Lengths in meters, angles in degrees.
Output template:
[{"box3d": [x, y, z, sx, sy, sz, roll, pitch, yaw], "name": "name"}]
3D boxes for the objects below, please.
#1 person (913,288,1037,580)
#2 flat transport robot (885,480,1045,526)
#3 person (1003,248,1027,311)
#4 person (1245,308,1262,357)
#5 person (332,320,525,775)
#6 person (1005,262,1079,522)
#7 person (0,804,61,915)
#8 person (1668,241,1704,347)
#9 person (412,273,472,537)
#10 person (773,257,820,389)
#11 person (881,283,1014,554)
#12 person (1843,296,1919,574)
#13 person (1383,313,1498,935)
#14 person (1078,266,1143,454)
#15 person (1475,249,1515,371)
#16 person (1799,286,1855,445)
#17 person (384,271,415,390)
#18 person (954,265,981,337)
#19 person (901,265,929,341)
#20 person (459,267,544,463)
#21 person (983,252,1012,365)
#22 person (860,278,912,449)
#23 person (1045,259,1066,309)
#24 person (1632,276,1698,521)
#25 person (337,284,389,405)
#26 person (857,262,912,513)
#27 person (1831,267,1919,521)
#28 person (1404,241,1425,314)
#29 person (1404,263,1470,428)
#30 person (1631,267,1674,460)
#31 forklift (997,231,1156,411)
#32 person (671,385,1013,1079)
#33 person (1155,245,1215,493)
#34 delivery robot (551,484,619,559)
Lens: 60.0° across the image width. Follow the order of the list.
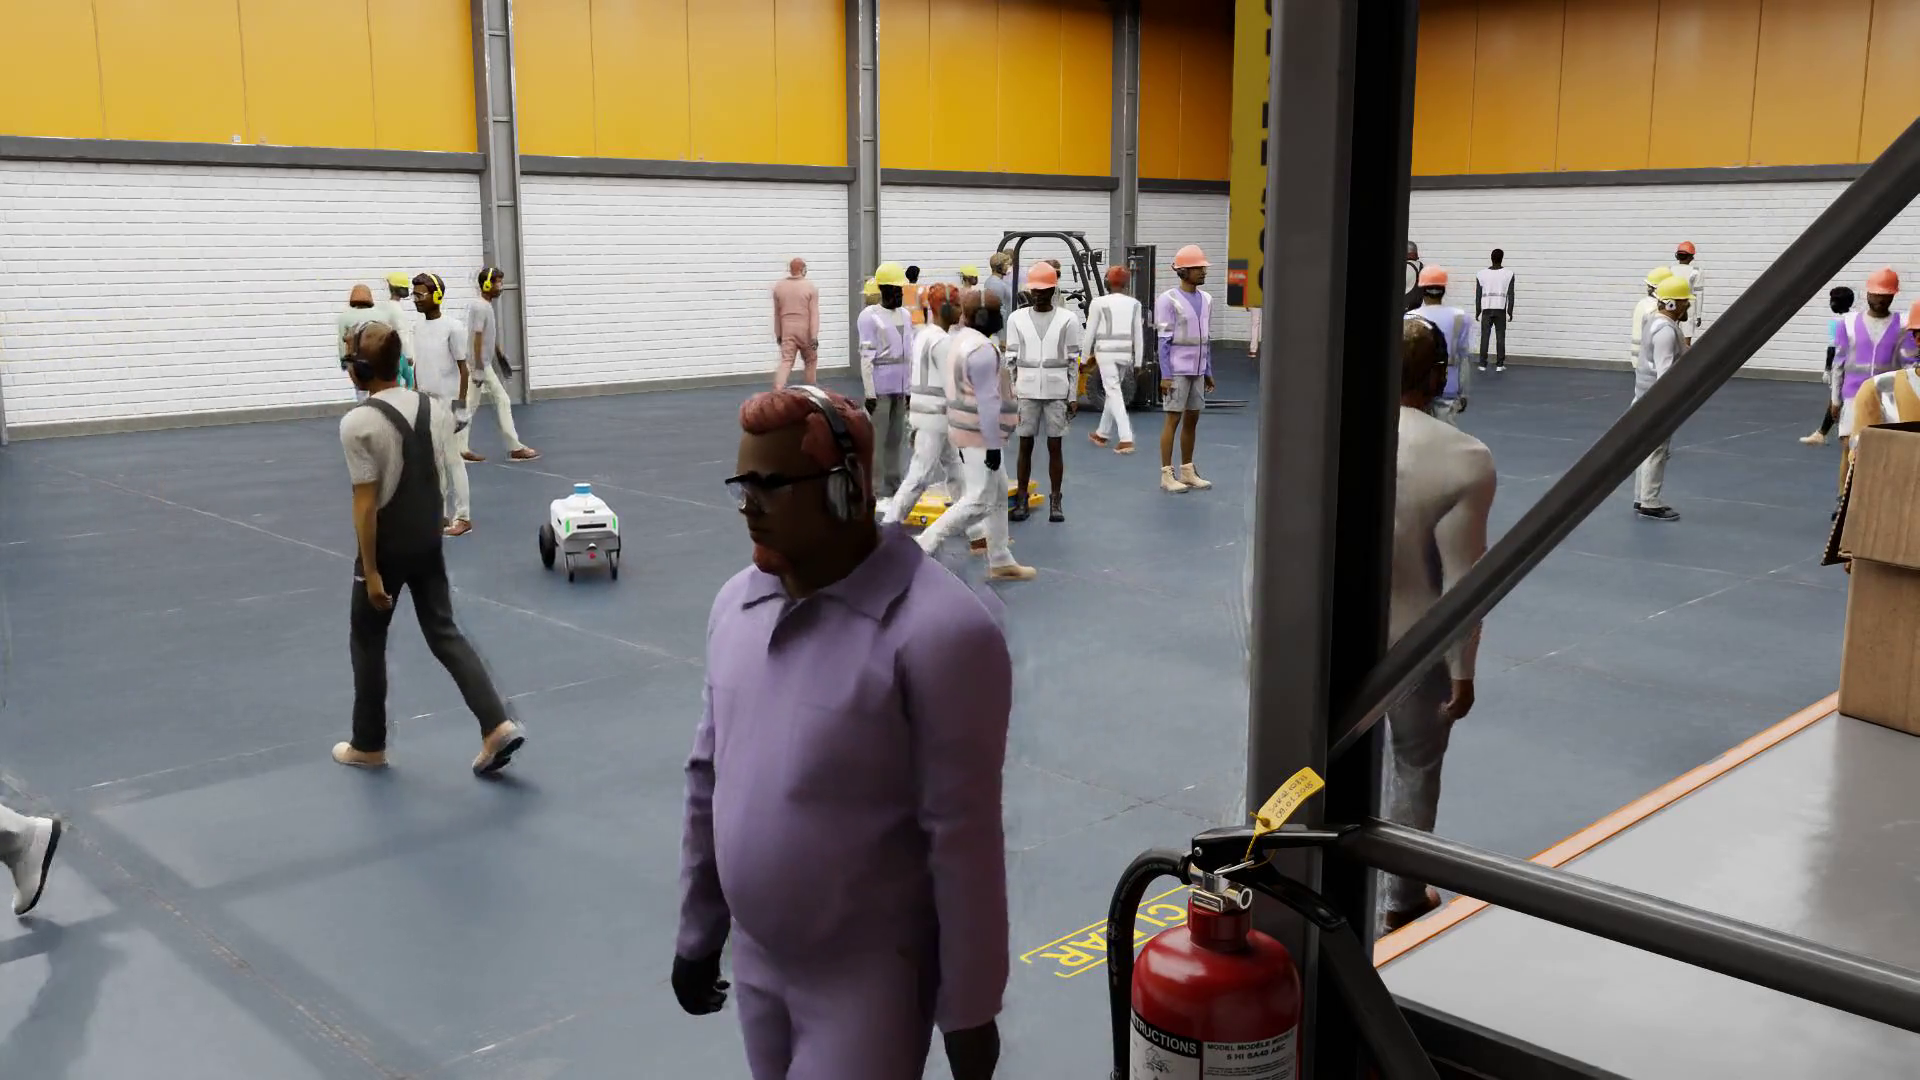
[{"box3d": [0.064, -0.615, 10.102, 0.786, 1.821, 0.630, -1, 10, -6], "name": "person"}, {"box3d": [0.060, -0.302, 12.615, 0.652, 0.197, 1.431, 5, 11, 26], "name": "flat transport robot"}, {"box3d": [0.764, -3.539, 25.730, 0.404, 1.930, 0.657, -10, 14, -44], "name": "person"}, {"box3d": [5.312, -4.202, 29.211, 0.620, 1.986, 0.400, -1, 10, -7], "name": "person"}, {"box3d": [-2.133, 0.050, 6.510, 0.850, 1.816, 0.511, 6, 12, 31], "name": "person"}, {"box3d": [0.606, -1.089, 12.372, 0.551, 1.933, 0.373, 1, 10, 6], "name": "person"}, {"box3d": [-3.043, 0.324, 4.767, 0.594, 1.904, 0.826, 6, 12, 31], "name": "person"}, {"box3d": [10.412, -3.280, 24.024, 0.608, 2.045, 0.391, 8, 13, 38], "name": "person"}, {"box3d": [-3.706, -0.953, 11.812, 0.533, 1.868, 0.310, 6, 12, 31], "name": "person"}, {"box3d": [-2.050, -2.592, 20.755, 0.653, 1.871, 0.959, 4, 11, 20], "name": "person"}, {"box3d": [-0.150, -0.765, 10.914, 1.006, 1.838, 0.578, -2, 11, -11], "name": "person"}, {"box3d": [3.817, -0.038, 6.616, 0.552, 1.942, 0.342, 3, 11, 16], "name": "person"}, {"box3d": [1.210, 0.303, 4.845, 0.636, 1.914, 0.798, 8, 13, 38], "name": "person"}, {"box3d": [1.514, -1.784, 16.474, 0.581, 1.836, 1.002, -6, 12, -29], "name": "person"}, {"box3d": [8.435, -3.627, 26.259, 0.591, 1.919, 0.392, 4, 11, 20], "name": "person"}, {"box3d": [8.940, -1.705, 16.610, 0.536, 1.620, 0.922, -8, 13, -36], "name": "person"}, {"box3d": [-6.009, -2.032, 18.030, 0.669, 1.736, 0.541, -5, 11, -25], "name": "person"}, {"box3d": [0.165, -2.833, 22.430, 0.848, 1.729, 0.537, -2, 11, -9], "name": "person"}, {"box3d": [-0.705, -3.211, 24.622, 0.532, 1.691, 0.321, 4, 11, 20], "name": "person"}, {"box3d": [-4.376, -1.637, 15.638, 0.900, 1.820, 0.549, -4, 11, -20], "name": "person"}, {"box3d": [0.435, -2.344, 19.201, 0.371, 1.941, 0.627, -2, 11, -10], "name": "person"}, {"box3d": [-0.736, -1.667, 16.084, 0.640, 1.727, 0.493, 0, 10, -1], "name": "person"}, {"box3d": [1.157, -2.772, 21.854, 0.506, 1.831, 0.630, -2, 11, -10], "name": "person"}, {"box3d": [5.309, -1.069, 12.543, 0.404, 1.829, 0.600, 3, 11, 14], "name": "person"}, {"box3d": [-6.228, -1.862, 17.429, 0.525, 1.627, 0.337, -5, 11, -25], "name": "person"}, {"box3d": [-0.544, -1.184, 12.908, 0.369, 1.927, 0.587, 7, 12, 33], "name": "person"}, {"box3d": [6.701, -1.043, 12.228, 0.562, 1.887, 0.967, 6, 12, 31], "name": "person"}, {"box3d": [7.377, -3.933, 27.589, 0.683, 2.000, 0.538, -9, 13, -39], "name": "person"}, {"box3d": [3.637, -1.165, 12.819, 0.551, 1.920, 0.648, 2, 11, 12], "name": "person"}, {"box3d": [6.645, -1.690, 15.932, 0.404, 1.829, 0.600, 1, 10, 3], "name": "person"}, {"box3d": [1.222, -2.721, 20.561, 2.313, 2.155, 1.214, 2, 11, 13], "name": "forklift"}, {"box3d": [-0.235, 0.691, 2.770, 0.435, 1.892, 0.684, -10, 14, -43], "name": "person"}, {"box3d": [1.896, -1.420, 13.870, 0.610, 2.048, 0.362, -9, 14, -40], "name": "person"}, {"box3d": [-2.391, -0.115, 10.570, 0.477, 0.478, 0.707, -4, 11, -20], "name": "delivery robot"}]
